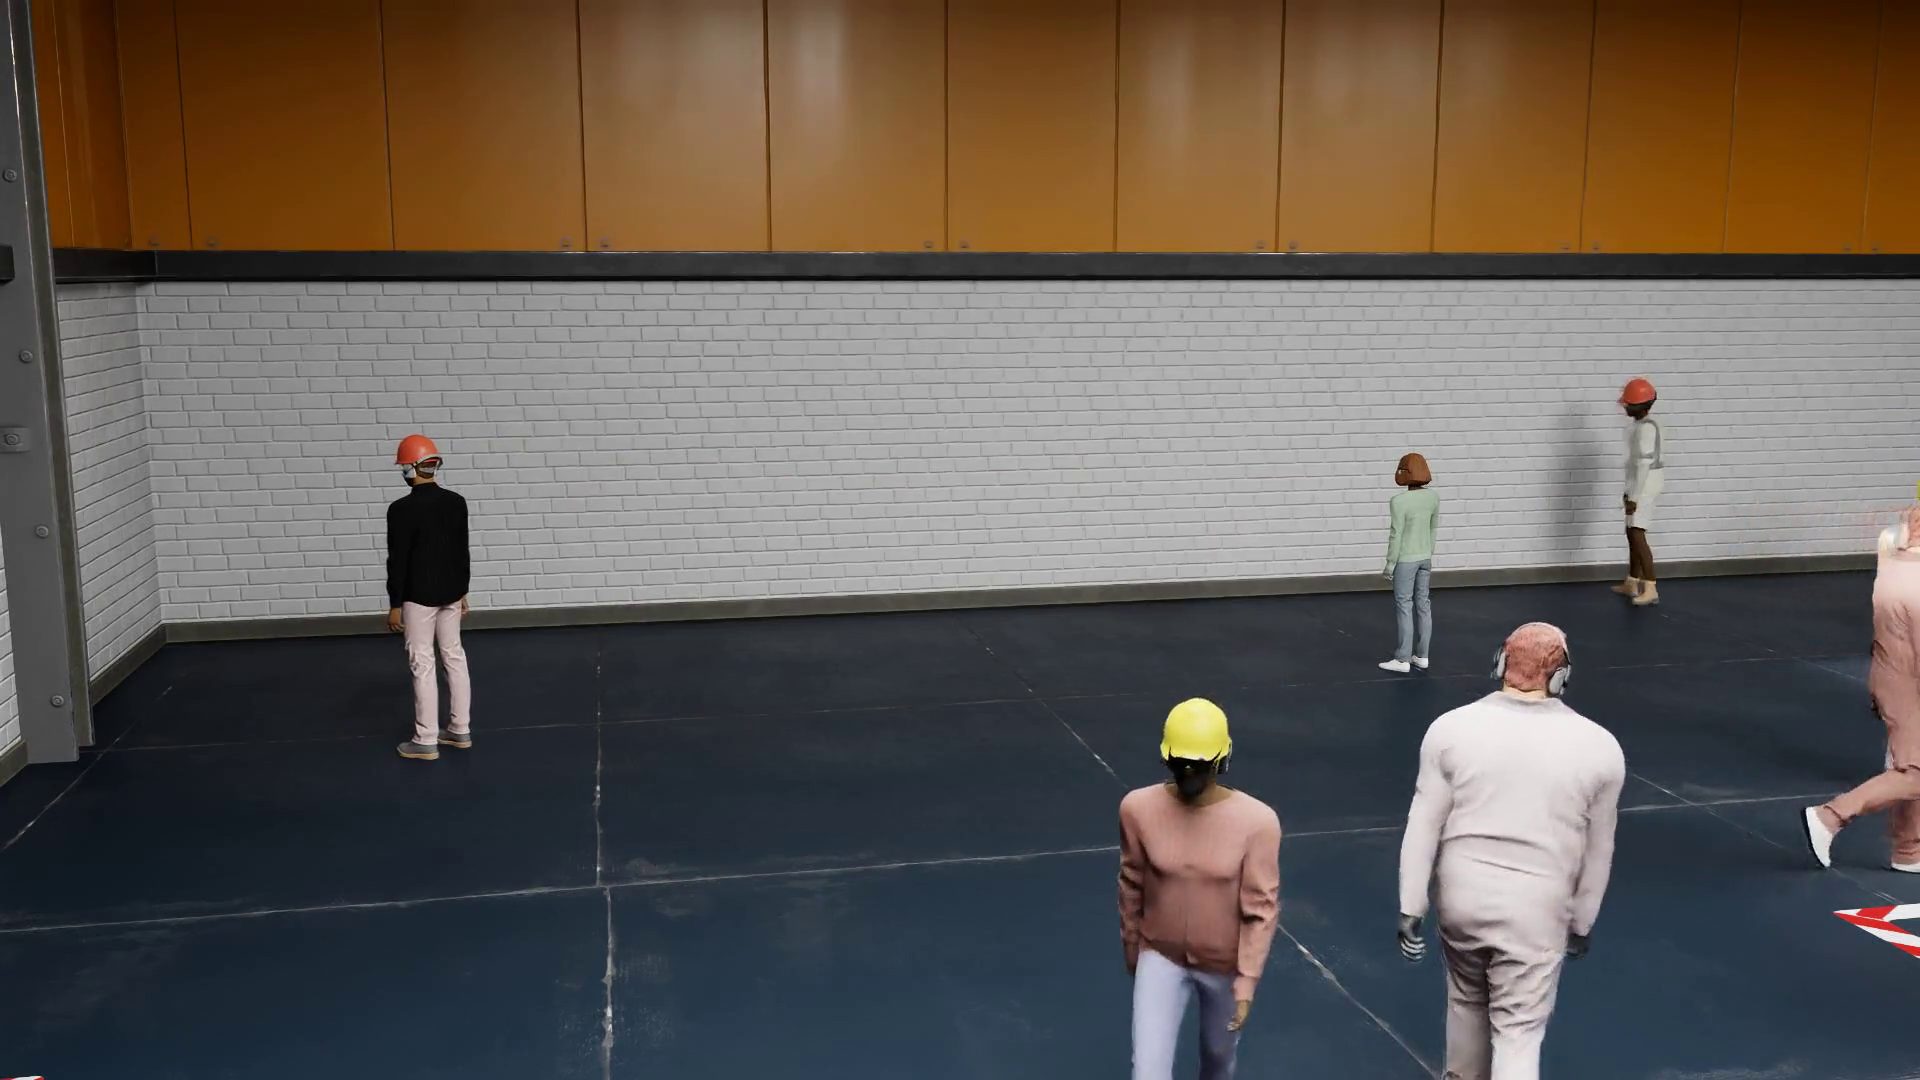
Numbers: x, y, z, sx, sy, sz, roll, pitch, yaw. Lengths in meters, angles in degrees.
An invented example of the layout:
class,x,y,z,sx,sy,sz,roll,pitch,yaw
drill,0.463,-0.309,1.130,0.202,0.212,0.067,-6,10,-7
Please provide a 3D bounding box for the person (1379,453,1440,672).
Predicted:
class,x,y,z,sx,sy,sz,roll,pitch,yaw
person,3.355,0.168,12.393,0.500,1.633,0.285,-7,11,-35

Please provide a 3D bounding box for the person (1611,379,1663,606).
class,x,y,z,sx,sy,sz,roll,pitch,yaw
person,6.081,-0.432,14.901,0.467,2.014,0.857,4,10,22

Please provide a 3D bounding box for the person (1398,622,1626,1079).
class,x,y,z,sx,sy,sz,roll,pitch,yaw
person,1.769,1.206,5.418,0.657,1.856,0.816,5,10,27

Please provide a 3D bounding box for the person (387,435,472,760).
class,x,y,z,sx,sy,sz,roll,pitch,yaw
person,-3.280,0.344,10.254,0.402,1.988,0.612,5,10,27

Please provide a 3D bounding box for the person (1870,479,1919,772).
class,x,y,z,sx,sy,sz,roll,pitch,yaw
person,5.561,0.517,9.533,0.603,1.882,0.979,6,11,34

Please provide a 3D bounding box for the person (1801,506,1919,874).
class,x,y,z,sx,sy,sz,roll,pitch,yaw
person,4.567,0.745,8.113,0.678,1.884,0.648,3,10,19

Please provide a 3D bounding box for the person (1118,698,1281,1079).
class,x,y,z,sx,sy,sz,roll,pitch,yaw
person,0.725,1.312,5.166,0.519,1.712,0.915,3,10,15
